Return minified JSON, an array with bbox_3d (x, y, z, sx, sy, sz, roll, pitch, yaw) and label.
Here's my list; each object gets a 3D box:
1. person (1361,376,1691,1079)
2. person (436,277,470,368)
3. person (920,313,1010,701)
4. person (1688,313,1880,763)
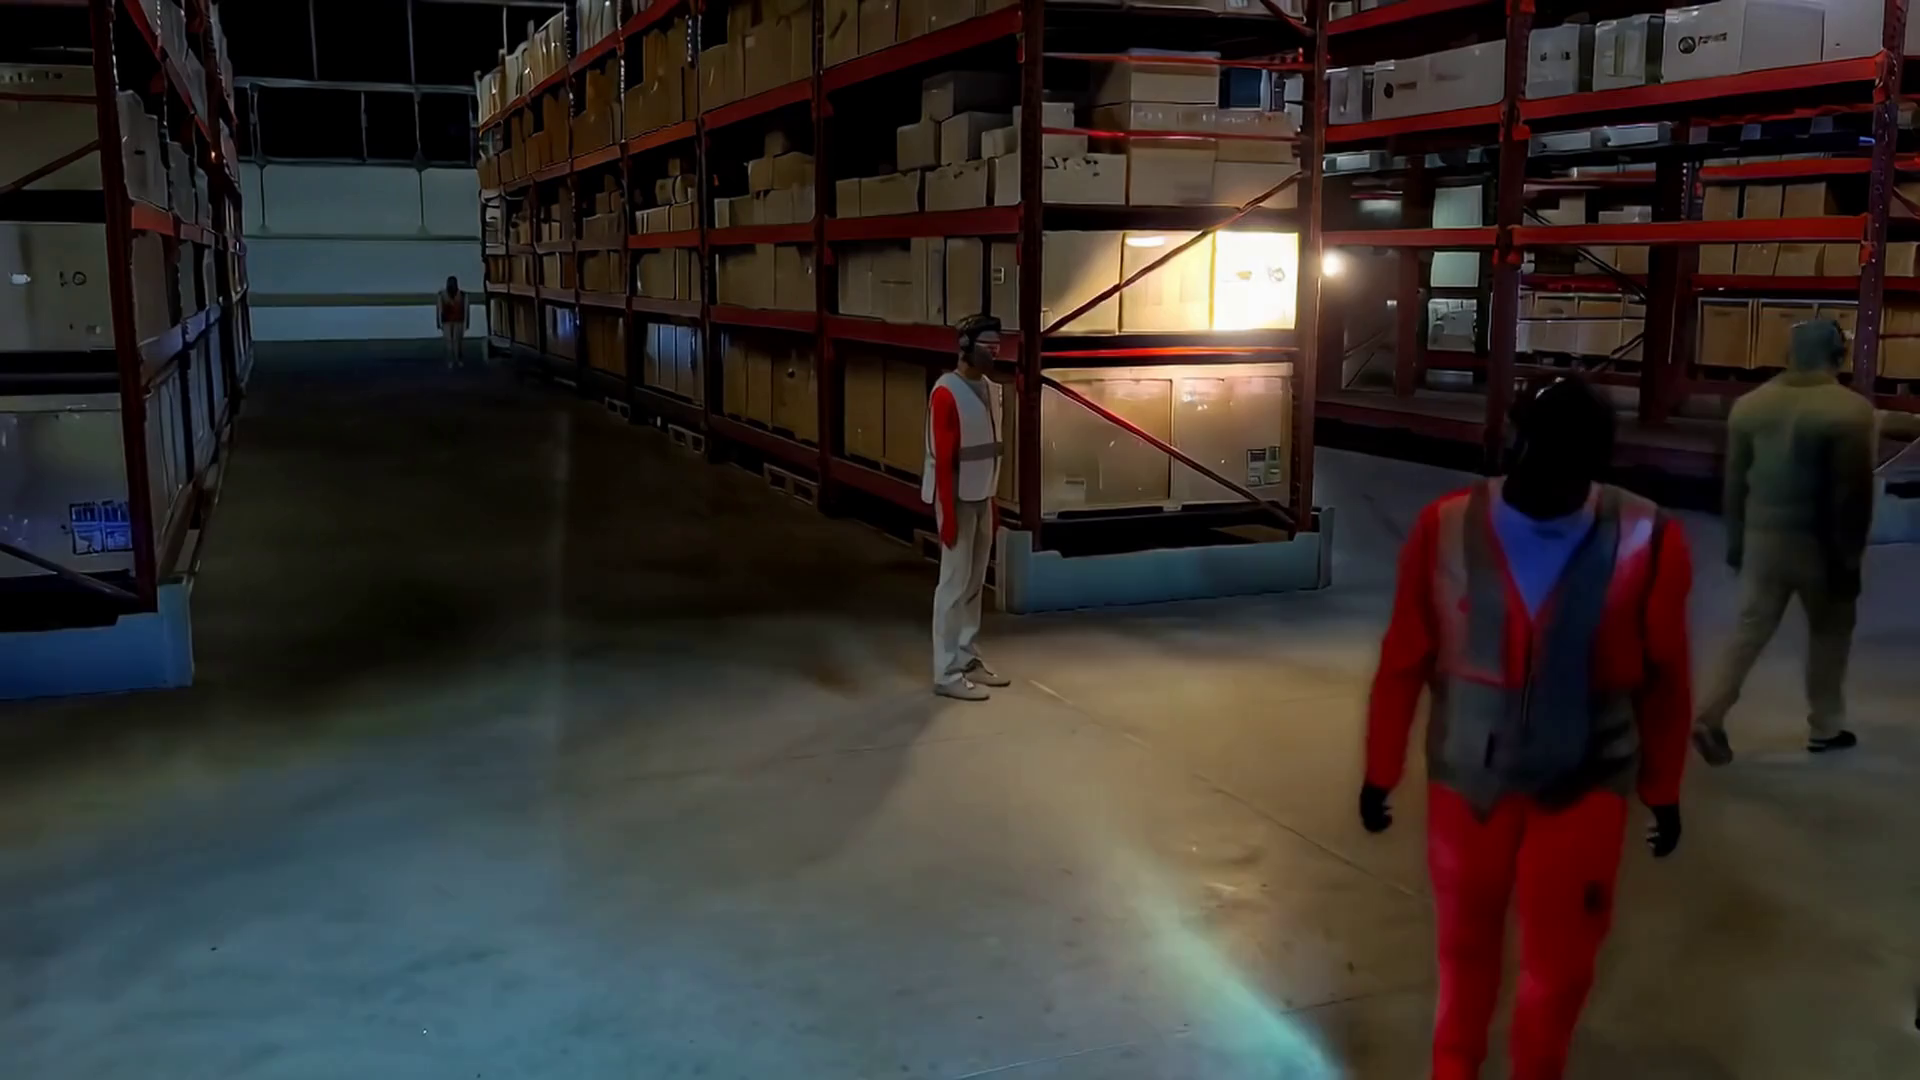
[{"bbox_3d":[1.254,0.545,3.754,0.697,1.824,0.530,4,10,25],"label":"person"},{"bbox_3d":[-10.092,-4.341,33.129,0.638,1.800,0.977,-3,10,-20],"label":"person"},{"bbox_3d":[0.018,-0.160,7.957,0.389,1.836,0.560,4,10,23],"label":"person"},{"bbox_3d":[3.421,0.002,6.873,0.927,1.875,0.652,-6,11,-33],"label":"person"}]
